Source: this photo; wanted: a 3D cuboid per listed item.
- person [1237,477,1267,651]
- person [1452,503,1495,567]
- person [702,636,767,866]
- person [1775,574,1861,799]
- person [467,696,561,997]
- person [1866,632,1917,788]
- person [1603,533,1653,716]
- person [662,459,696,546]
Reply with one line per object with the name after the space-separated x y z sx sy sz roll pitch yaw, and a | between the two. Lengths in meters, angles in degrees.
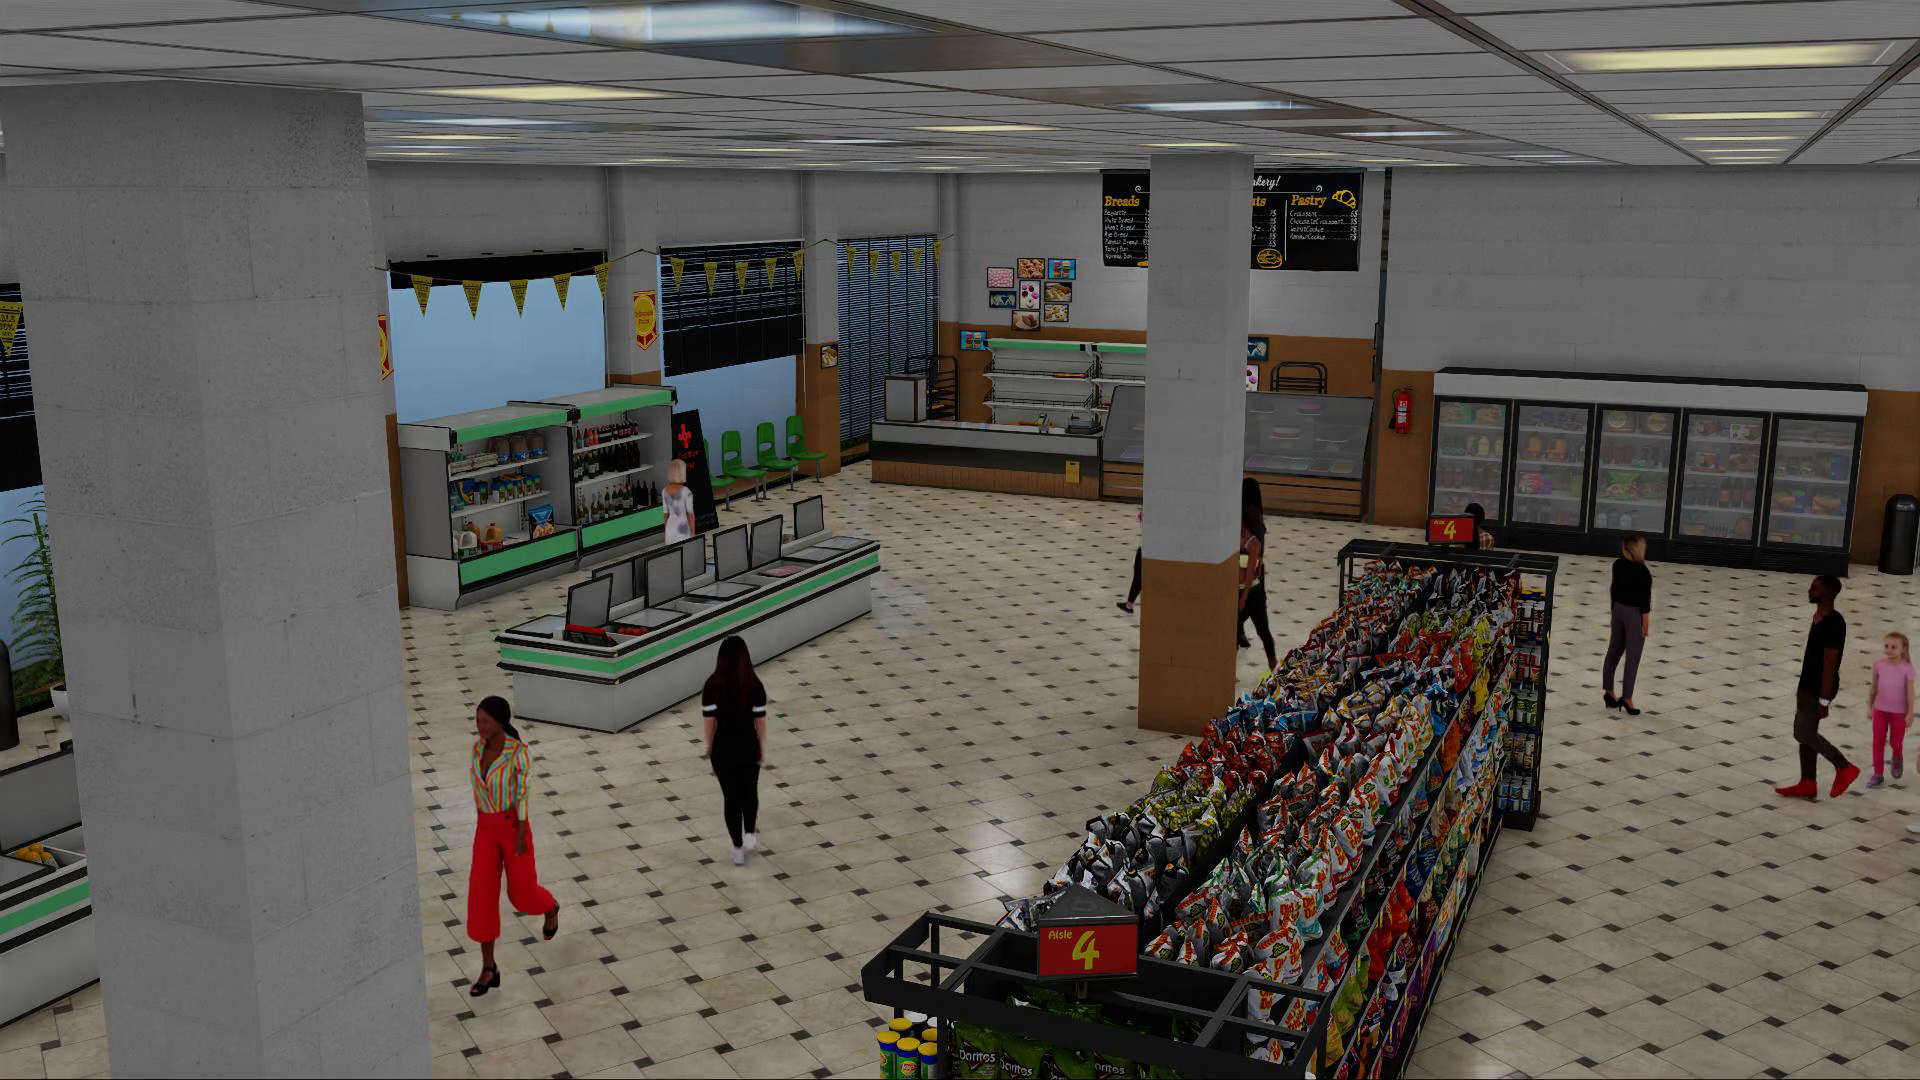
2.836 0.292 16.951 0.989 1.817 0.843 -10 16 -40 | person
4.882 0.523 15.905 0.680 1.794 0.714 -2 12 -9 | person
-1.577 1.499 11.684 0.718 1.625 0.759 -2 12 -9 | person
6.741 1.162 12.869 0.818 1.795 0.796 3 12 13 | person
-2.668 1.787 9.970 0.689 1.767 1.118 3 12 16 | person
7.463 1.343 13.300 0.748 1.264 0.629 -11 16 -43 | person
6.073 0.749 15.135 0.741 1.670 0.681 -4 13 -20 | person
-3.157 -0.047 18.720 0.567 1.751 0.513 6 13 27 | person
